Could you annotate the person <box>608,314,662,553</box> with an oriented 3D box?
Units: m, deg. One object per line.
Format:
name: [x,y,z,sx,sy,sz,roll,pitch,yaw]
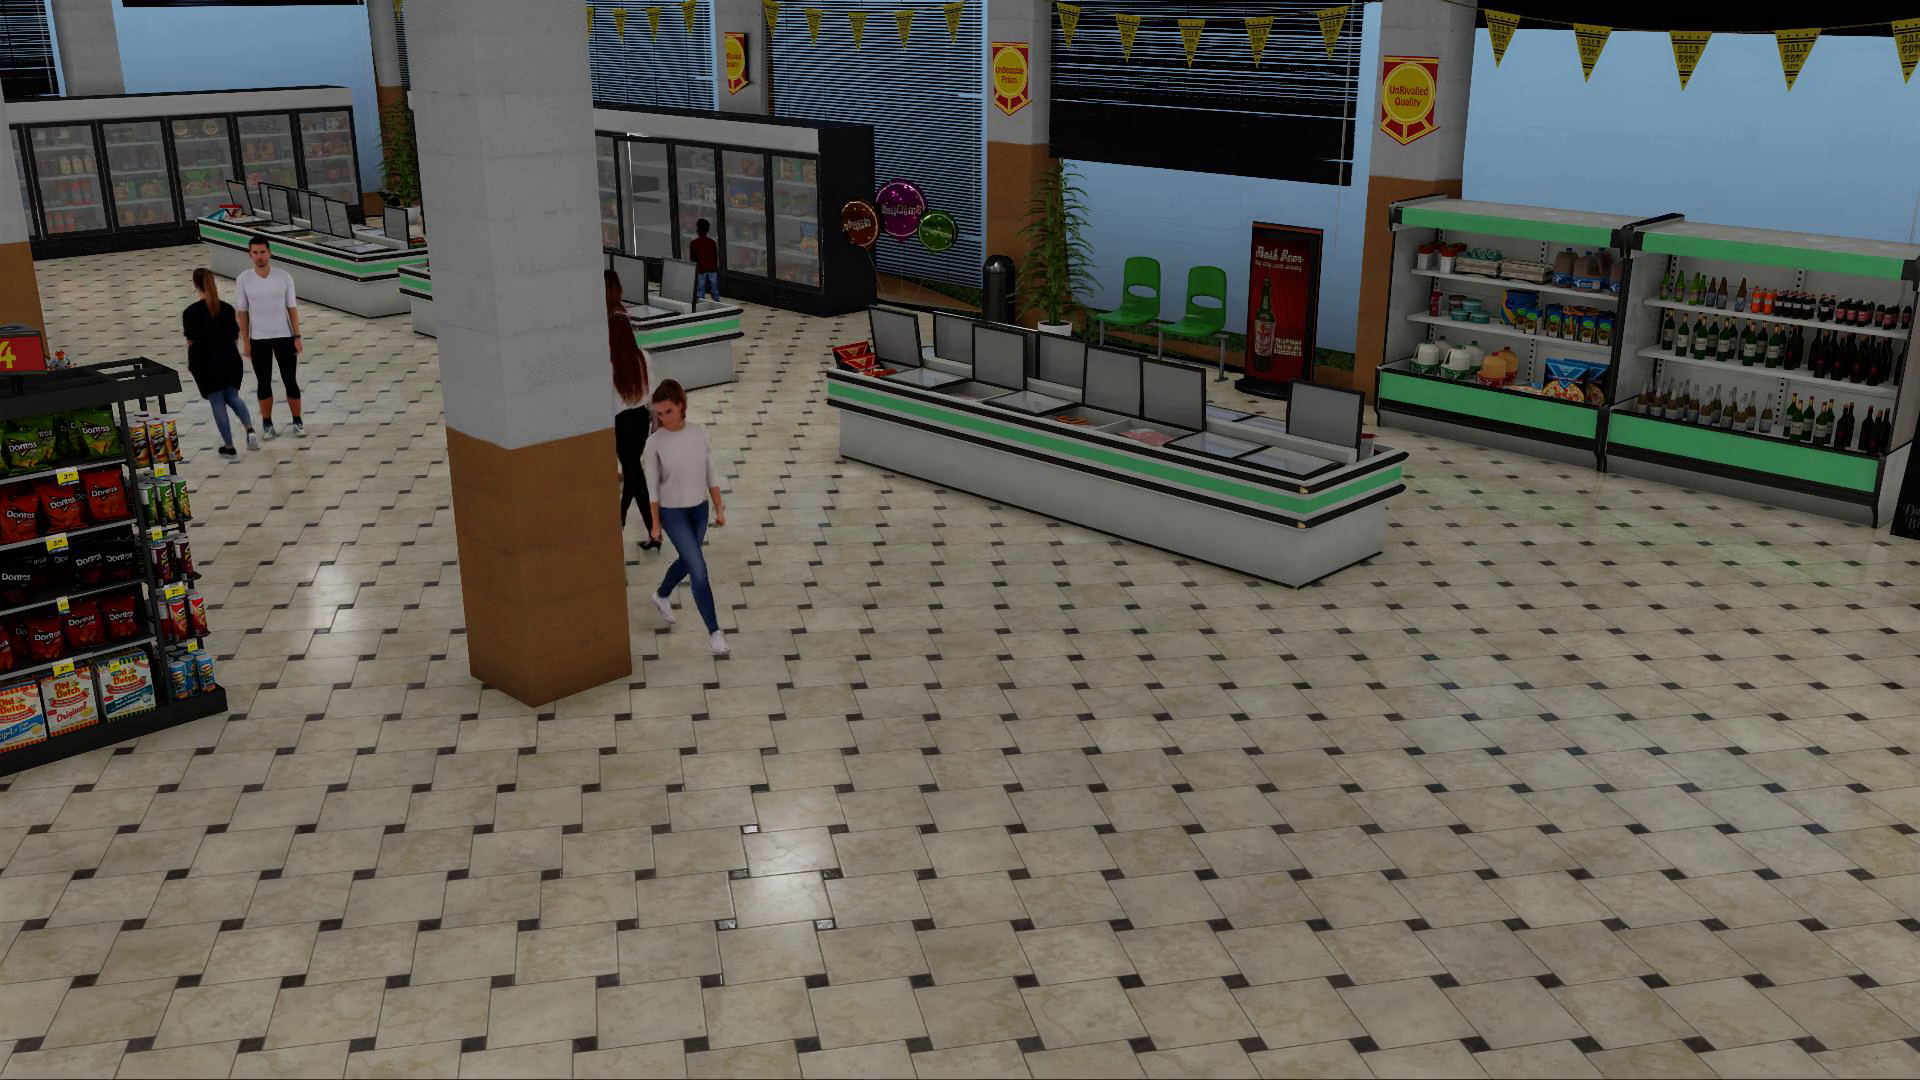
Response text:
person: [-2.324,-0.737,12.023,1.005,1.728,0.642,16,25,40]

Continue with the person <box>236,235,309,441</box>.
person: [-6.262,-1.846,15.125,0.728,1.848,0.698,-7,20,-19]

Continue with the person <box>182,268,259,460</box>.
person: [-6.375,-1.492,14.349,0.600,1.673,0.767,-17,25,-41]

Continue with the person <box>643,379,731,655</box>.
person: [-1.764,-0.160,10.379,0.719,1.685,1.156,-17,25,-40]

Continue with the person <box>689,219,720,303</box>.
person: [-3.117,-3.300,20.373,0.562,1.250,0.572,-9,20,-24]

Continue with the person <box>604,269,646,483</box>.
person: [-2.894,-1.305,13.628,0.754,1.780,0.817,6,19,16]
